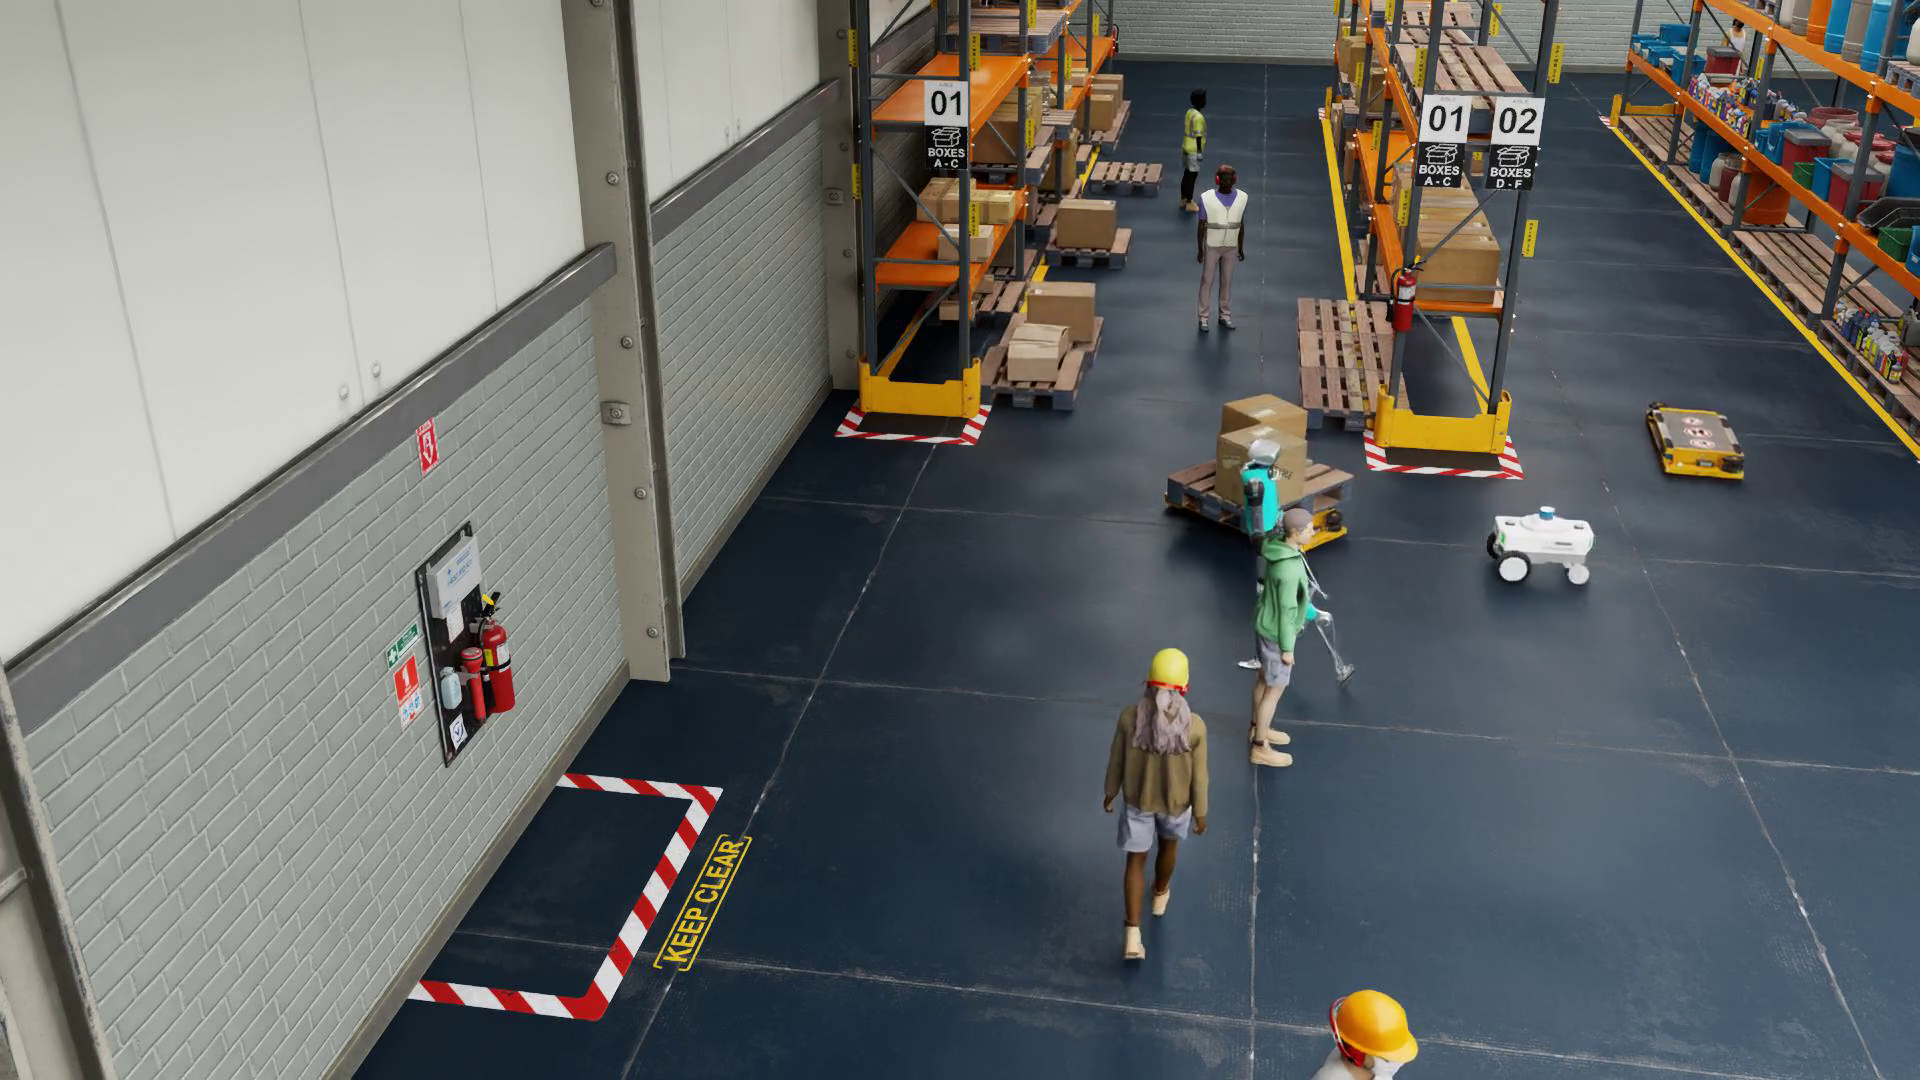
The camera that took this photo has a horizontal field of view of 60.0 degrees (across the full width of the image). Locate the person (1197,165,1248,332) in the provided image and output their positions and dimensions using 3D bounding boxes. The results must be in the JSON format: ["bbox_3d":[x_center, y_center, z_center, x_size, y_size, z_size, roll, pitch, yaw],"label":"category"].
[{"bbox_3d":[2.884,-3.241,18.432,0.564,1.845,0.389,-7,26,-14],"label":"person"}]

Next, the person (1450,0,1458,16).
[{"bbox_3d":[9.341,-9.438,31.788,0.524,1.768,0.329,8,26,17],"label":"person"}]

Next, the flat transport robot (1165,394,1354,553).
[{"bbox_3d":[2.464,-0.258,13.910,0.659,0.231,1.431,-20,31,-36],"label":"flat transport robot"}]

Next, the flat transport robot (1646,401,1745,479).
[{"bbox_3d":[6.764,-0.922,15.330,0.659,0.231,1.431,6,26,13],"label":"flat transport robot"}]

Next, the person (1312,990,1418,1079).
[{"bbox_3d":[1.434,2.448,6.199,0.374,1.892,0.581,16,29,30],"label":"person"}]

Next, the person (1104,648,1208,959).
[{"bbox_3d":[1.022,1.363,8.709,0.551,1.734,0.804,5,25,10],"label":"person"}]

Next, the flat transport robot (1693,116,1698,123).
[{"bbox_3d":[13.171,-7.165,28.693,0.659,0.231,1.431,4,25,9],"label":"flat transport robot"}]

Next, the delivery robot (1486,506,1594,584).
[{"bbox_3d":[4.505,0.032,12.960,0.783,0.601,0.499,3,25,7],"label":"delivery robot"}]

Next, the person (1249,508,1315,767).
[{"bbox_3d":[1.982,0.597,10.353,0.323,1.731,0.466,1,25,2],"label":"person"}]

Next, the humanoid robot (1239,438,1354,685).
[{"bbox_3d":[2.338,0.188,11.255,0.976,1.781,0.566,7,26,14],"label":"humanoid robot"}]

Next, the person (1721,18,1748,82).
[{"bbox_3d":[13.663,-8.392,29.443,0.519,1.858,0.389,-4,25,-9],"label":"person"}]

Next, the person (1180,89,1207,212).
[{"bbox_3d":[3.298,-5.487,23.412,0.318,1.695,0.539,-4,25,-8],"label":"person"}]
